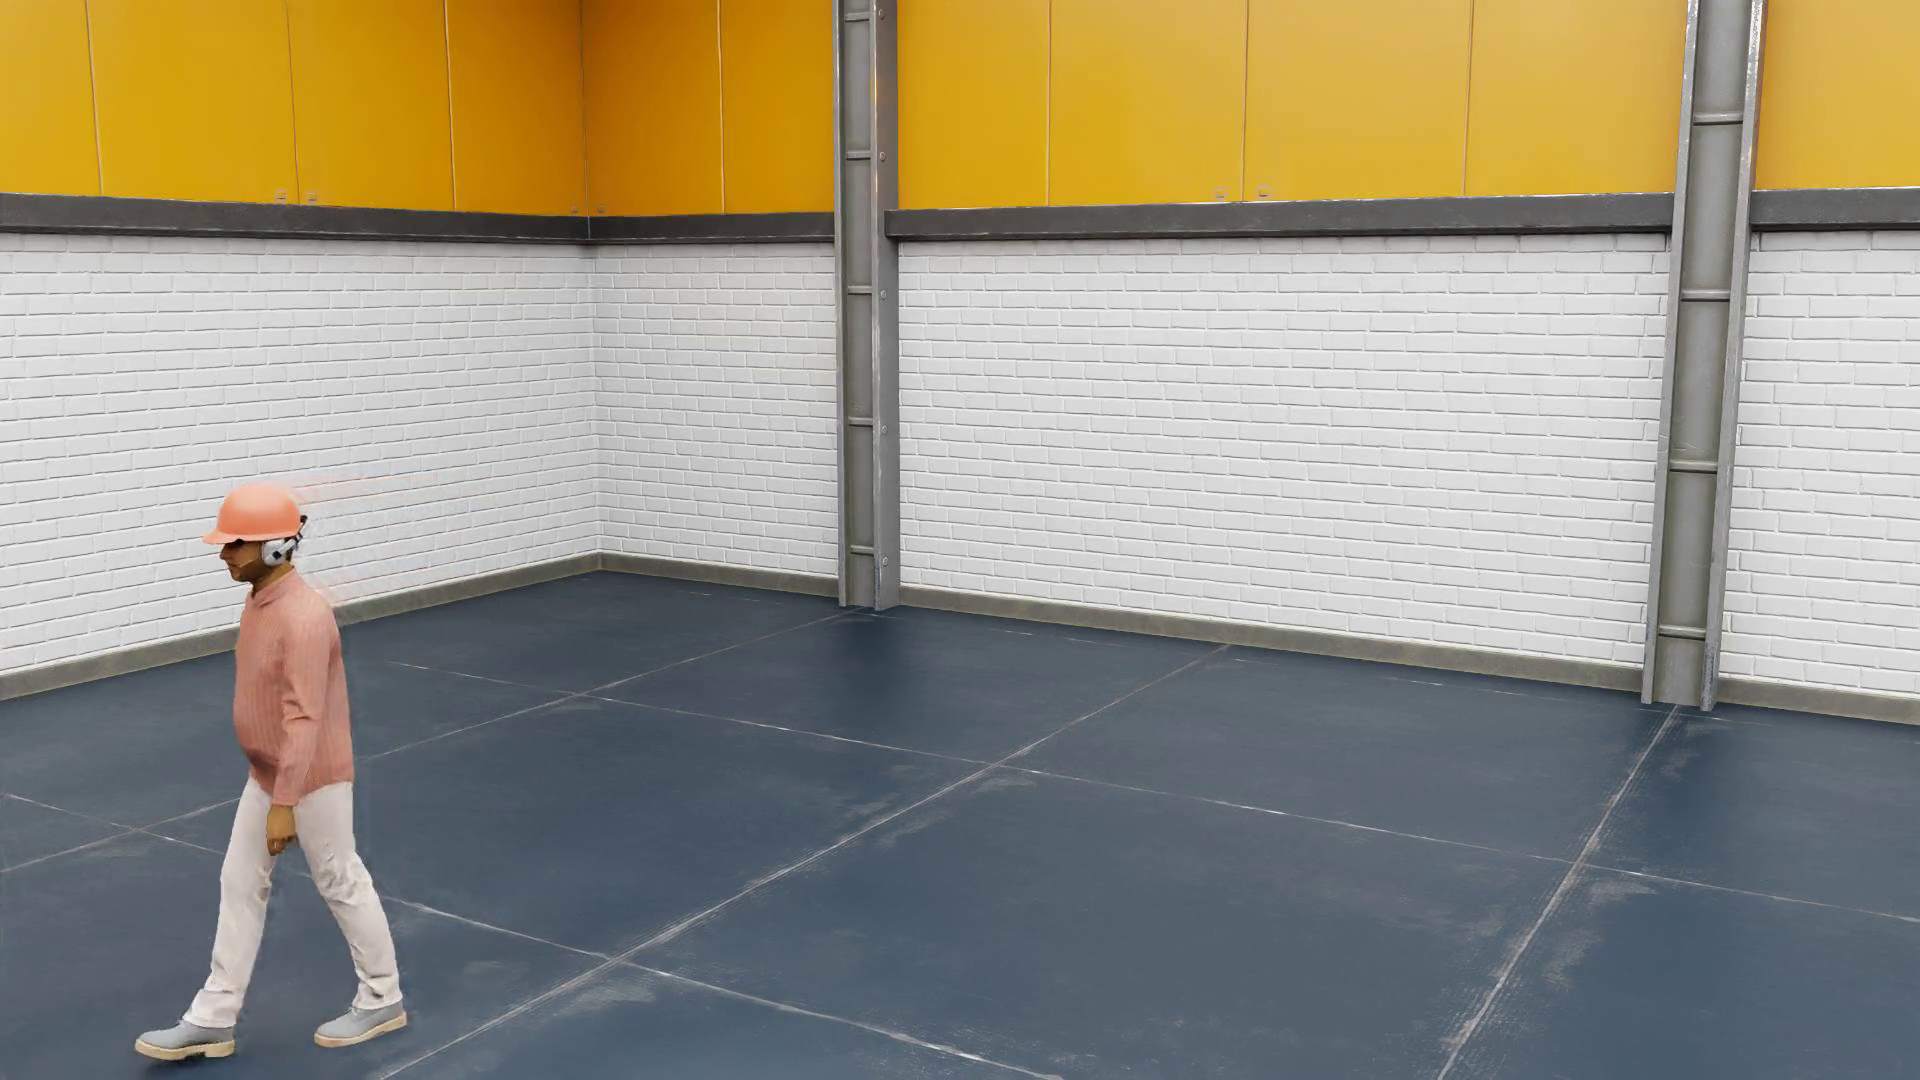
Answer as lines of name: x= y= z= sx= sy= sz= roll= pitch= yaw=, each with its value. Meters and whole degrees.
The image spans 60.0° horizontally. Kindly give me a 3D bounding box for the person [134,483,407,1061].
person: x=-2.330 y=0.793 z=5.524 sx=0.938 sy=1.951 sz=0.664 roll=-8 pitch=12 yaw=-40
